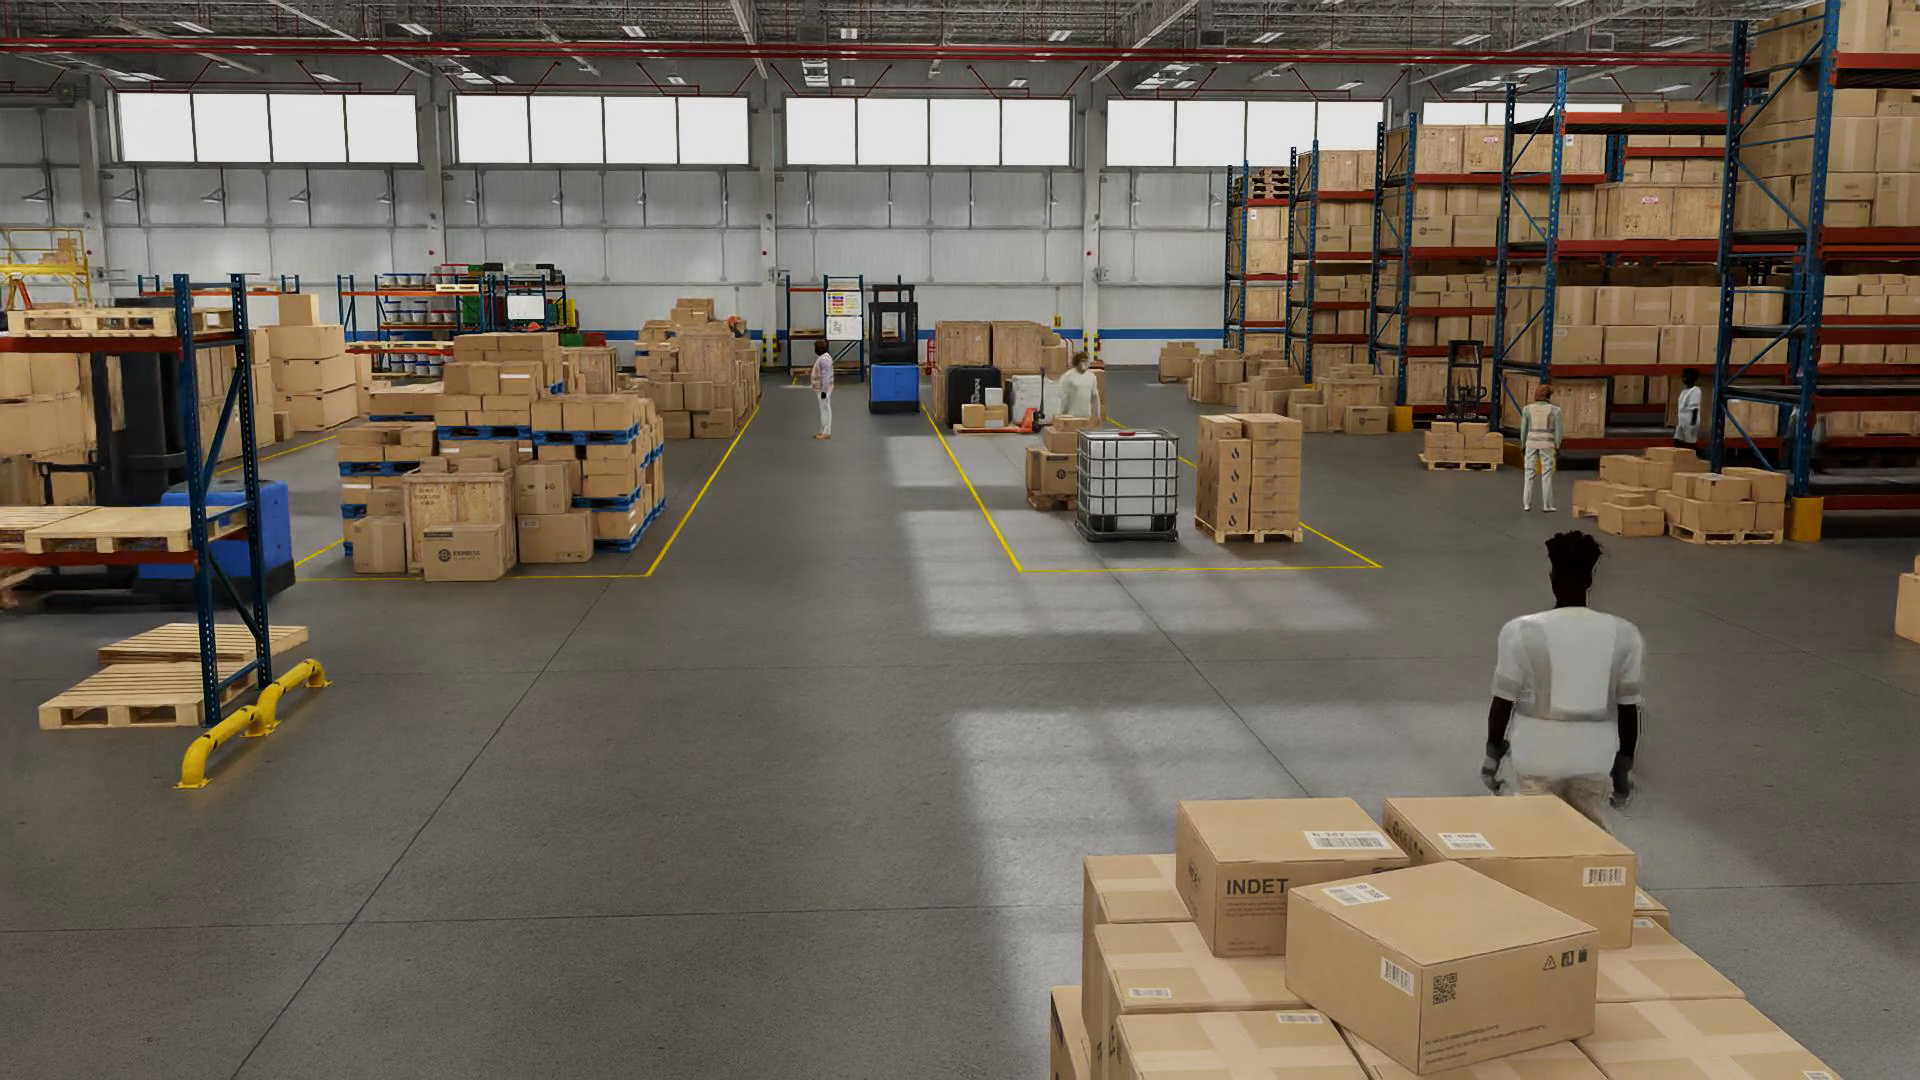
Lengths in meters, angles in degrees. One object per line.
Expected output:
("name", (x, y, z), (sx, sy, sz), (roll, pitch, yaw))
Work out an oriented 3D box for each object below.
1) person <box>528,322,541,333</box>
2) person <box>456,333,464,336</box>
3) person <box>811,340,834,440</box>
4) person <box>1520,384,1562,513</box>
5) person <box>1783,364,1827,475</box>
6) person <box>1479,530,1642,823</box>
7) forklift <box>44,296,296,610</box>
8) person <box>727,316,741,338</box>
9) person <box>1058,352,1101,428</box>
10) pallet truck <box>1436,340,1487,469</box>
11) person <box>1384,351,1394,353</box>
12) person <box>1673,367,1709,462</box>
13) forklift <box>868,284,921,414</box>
("person", (-9.908, -4.122, 38.876), (0.544, 1.935, 0.361), (5, 10, 30))
("person", (-11.665, -3.991, 38.838), (0.594, 1.678, 0.537), (-4, 10, -25))
("person", (-2.539, -2.772, 30.700), (0.430, 1.841, 0.624), (-1, 9, -9))
("person", (7.417, -1.169, 21.262), (0.514, 1.637, 0.315), (7, 11, 35))
("person", (11.121, -1.393, 21.904), (1.016, 1.880, 0.569), (0, 9, -2))
("person", (2.572, 0.918, 7.201), (0.608, 1.946, 0.582), (0, 9, -2))
("forklift", (-7.269, -0.828, 15.230), (1.873, 2.768, 1.129), (-1, 9, -4))
("person", (-5.704, -4.658, 42.046), (0.395, 1.993, 0.614), (1, 9, 7))
("person", (1.810, -1.817, 24.548), (0.651, 1.892, 0.916), (-6, 11, -31))
("pallet truck", (8.004, -2.170, 26.422), (0.823, 1.965, 1.885), (2, 9, 14))
("person", (9.090, -3.365, 35.158), (0.805, 1.612, 0.520), (-2, 9, -11))
("person", (10.875, -1.736, 24.692), (0.651, 1.673, 0.538), (0, 9, 0))
("forklift", (-1.447, -4.211, 36.469), (1.129, 2.768, 1.873), (-1, 9, -4))
